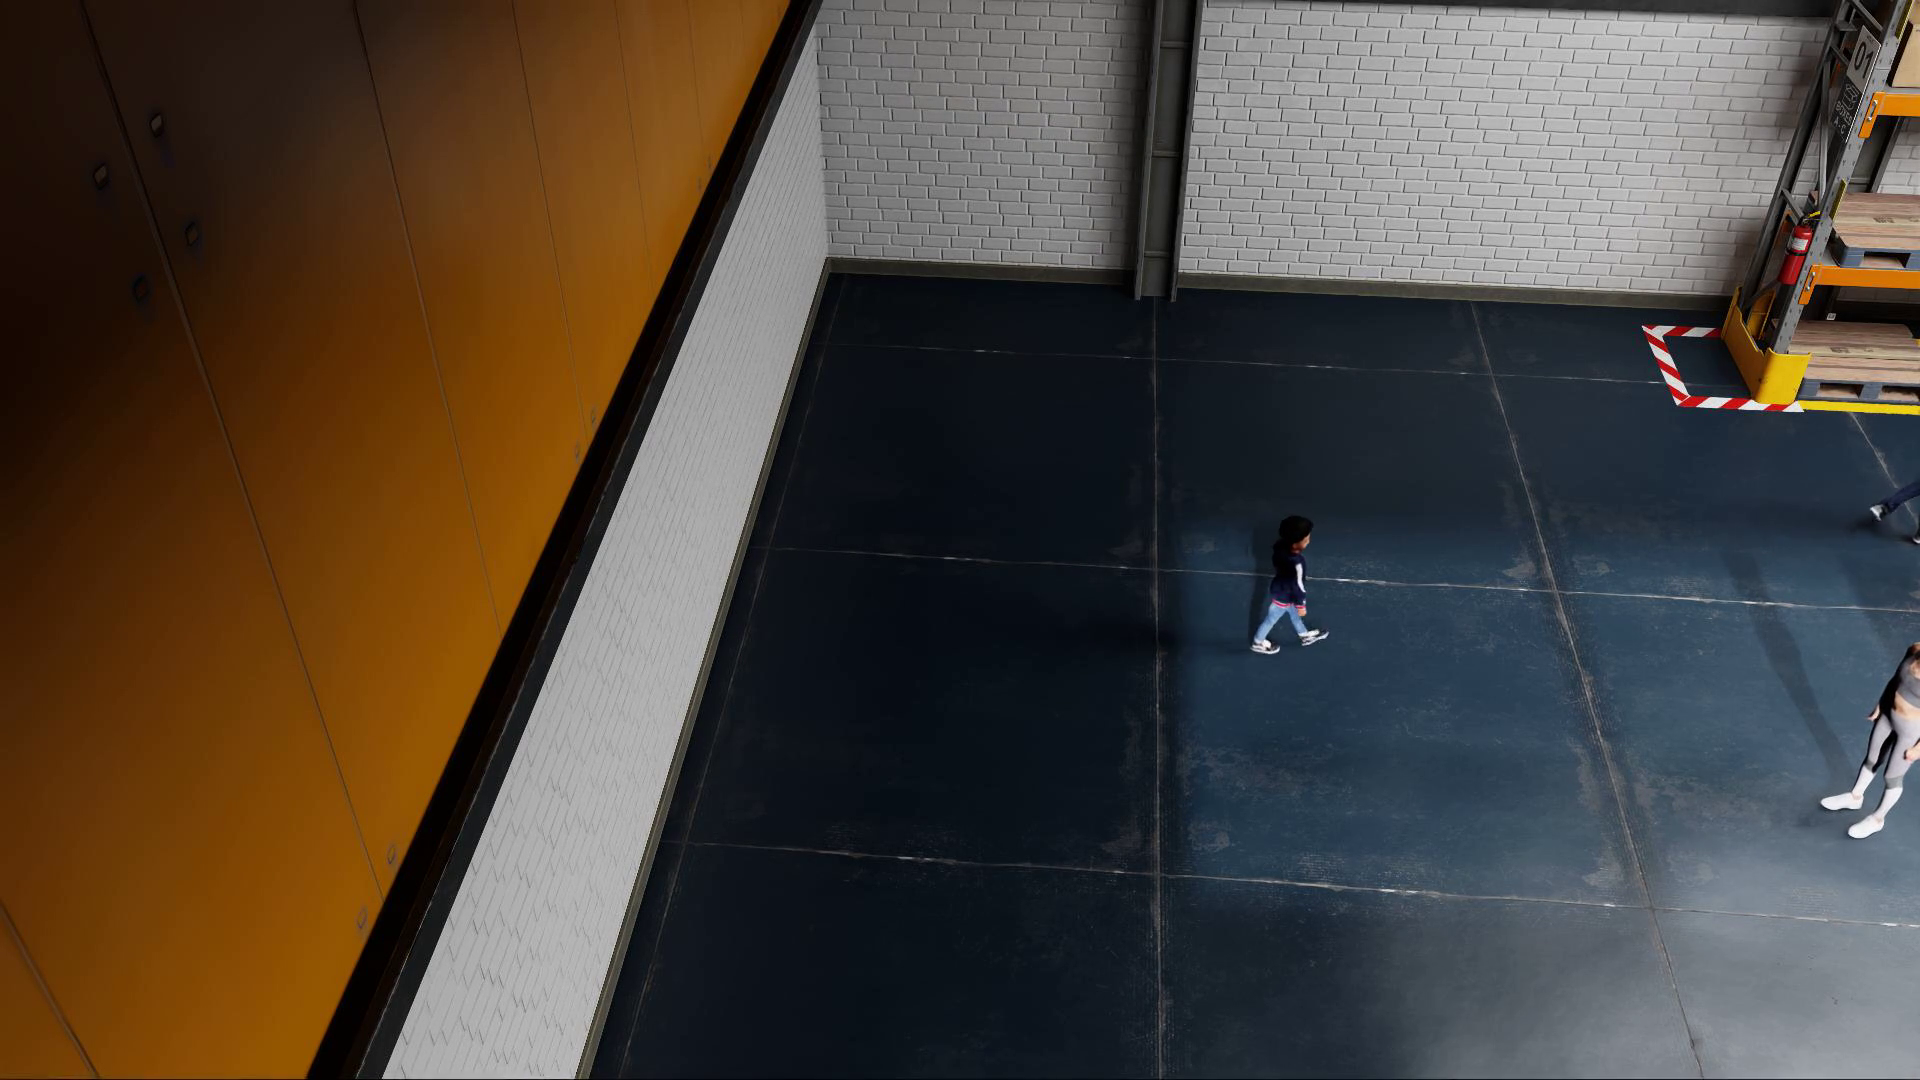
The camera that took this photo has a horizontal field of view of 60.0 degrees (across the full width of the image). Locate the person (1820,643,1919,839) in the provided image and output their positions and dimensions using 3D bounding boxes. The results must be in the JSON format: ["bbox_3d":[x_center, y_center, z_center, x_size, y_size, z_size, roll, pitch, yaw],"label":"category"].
[{"bbox_3d":[5.788,1.142,10.197,0.613,1.703,0.618,-8,39,-10],"label":"person"}]

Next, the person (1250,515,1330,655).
[{"bbox_3d":[2.219,0.334,11.613,0.763,1.198,0.541,2,39,3],"label":"person"}]
